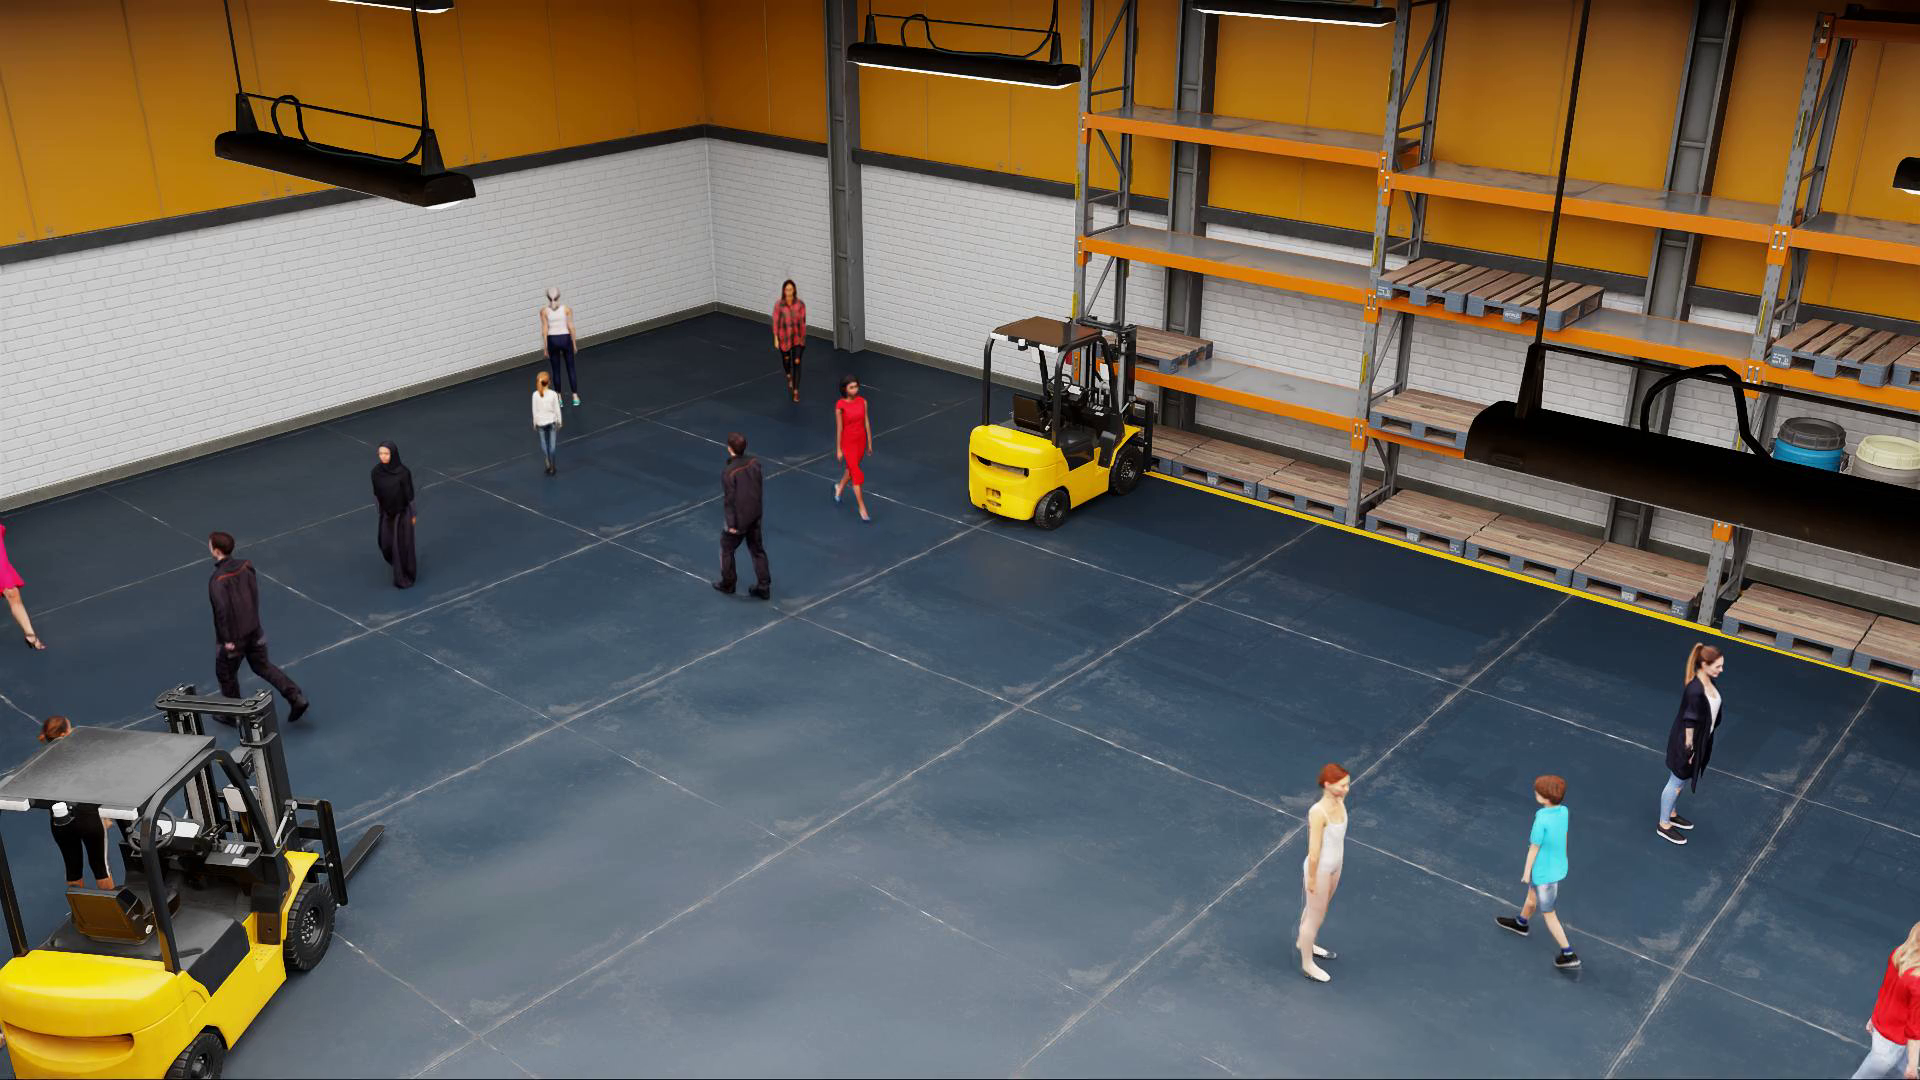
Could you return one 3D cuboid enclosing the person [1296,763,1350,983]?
[{"bbox_3d":[2.537,2.290,11.697,0.585,1.644,0.587,17,29,34],"label":"person"}]

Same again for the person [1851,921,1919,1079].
[{"bbox_3d":[5.532,3.007,10.020,1.195,1.673,0.970,4,24,10],"label":"person"}]

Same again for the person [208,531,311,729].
[{"bbox_3d":[-6.306,0.830,14.736,1.258,1.884,0.967,8,25,18],"label":"person"}]

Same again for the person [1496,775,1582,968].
[{"bbox_3d":[4.242,2.361,11.809,0.658,1.423,0.992,-17,29,-34],"label":"person"}]

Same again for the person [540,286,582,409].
[{"bbox_3d":[-5.531,-2.675,22.982,0.690,1.702,0.712,-7,24,-15],"label":"person"}]

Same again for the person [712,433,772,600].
[{"bbox_3d":[-2.173,-0.212,17.208,0.846,1.814,0.719,20,31,38],"label":"person"}]

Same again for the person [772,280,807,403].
[{"bbox_3d":[-2.385,-2.827,23.377,1.086,1.664,1.176,-3,24,-7],"label":"person"}]

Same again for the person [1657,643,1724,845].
[{"bbox_3d":[5.802,1.591,13.236,0.556,1.692,0.627,17,29,34],"label":"person"}]

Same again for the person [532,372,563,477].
[{"bbox_3d":[-5.126,-1.423,20.611,0.626,1.306,0.686,-4,24,-9],"label":"person"}]

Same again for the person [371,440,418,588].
[{"bbox_3d":[-5.960,-0.318,17.709,0.878,1.606,0.906,2,24,4],"label":"person"}]

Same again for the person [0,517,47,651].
[{"bbox_3d":[-9.499,0.306,16.192,1.131,1.679,0.842,7,25,16],"label":"person"}]

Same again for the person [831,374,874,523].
[{"bbox_3d":[-1.286,-1.096,19.366,0.747,1.706,1.124,-17,29,-34],"label":"person"}]

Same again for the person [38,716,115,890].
[{"bbox_3d":[-6.491,2.049,12.218,0.636,1.668,0.719,1,24,2],"label":"person"}]
